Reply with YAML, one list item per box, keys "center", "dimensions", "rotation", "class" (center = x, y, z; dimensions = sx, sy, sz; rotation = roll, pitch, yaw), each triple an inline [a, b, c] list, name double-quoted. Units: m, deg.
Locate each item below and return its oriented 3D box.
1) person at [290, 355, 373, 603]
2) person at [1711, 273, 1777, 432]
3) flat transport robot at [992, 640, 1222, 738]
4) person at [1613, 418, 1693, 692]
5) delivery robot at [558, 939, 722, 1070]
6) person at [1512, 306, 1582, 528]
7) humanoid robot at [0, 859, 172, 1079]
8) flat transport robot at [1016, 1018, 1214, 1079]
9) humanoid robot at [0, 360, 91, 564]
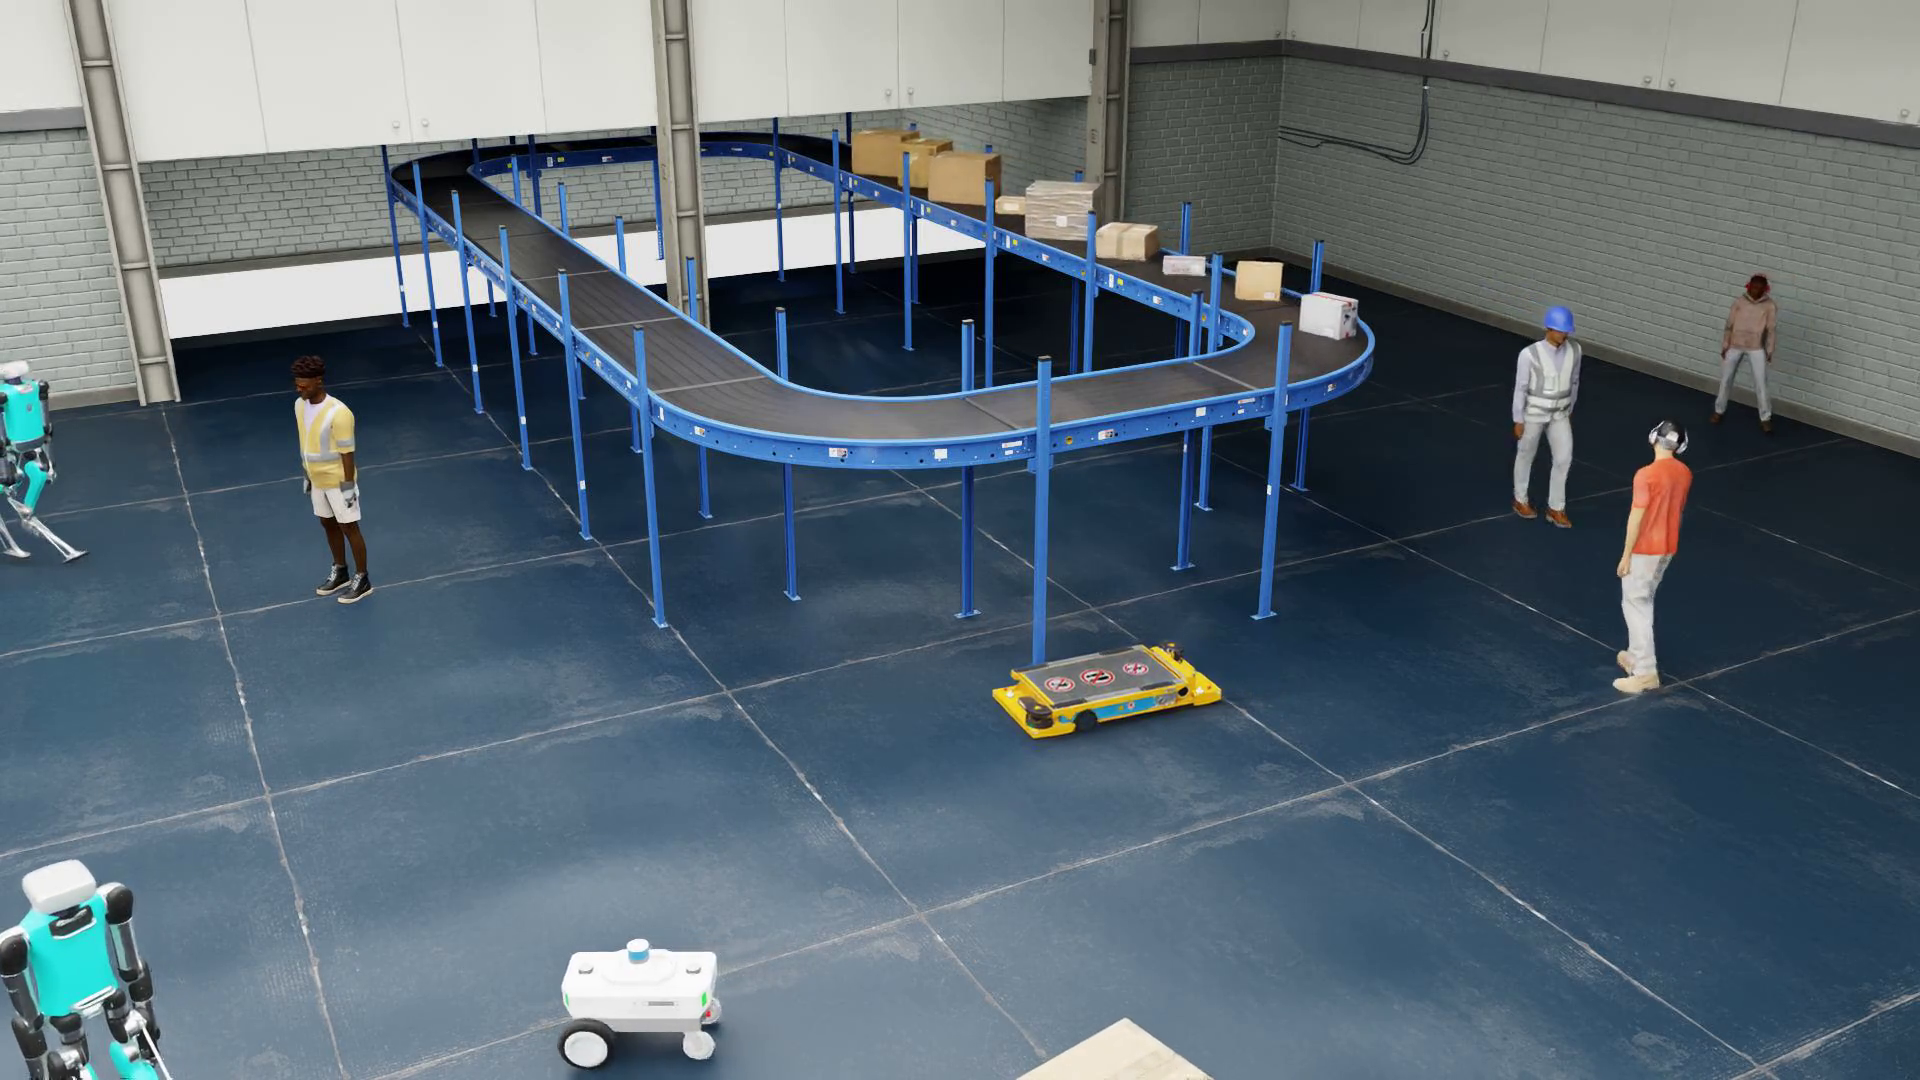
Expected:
- center: [-4.857, -0.481, 12.816]
  dimensions: [0.602, 1.959, 0.373]
  rotation: [15, 26, 32]
  class: "person"
- center: [8.006, -1.917, 16.808]
  dimensions: [0.585, 1.629, 0.381]
  rotation: [13, 25, 29]
  class: "person"
- center: [1.004, 1.015, 11.365]
  dimensions: [1.431, 0.231, 0.659]
  rotation: [-9, 24, -21]
  class: "flat transport robot"
- center: [4.787, 0.104, 11.495]
  dimensions: [0.591, 1.866, 0.596]
  rotation: [-11, 24, -25]
  class: "person"
- center: [-1.549, 2.209, 8.040]
  dimensions: [0.802, 0.598, 0.499]
  rotation: [0, 22, 0]
  class: "delivery robot"
- center: [5.055, -1.037, 14.226]
  dimensions: [0.651, 1.922, 0.772]
  rotation: [-4, 22, -10]
  class: "person"
- center: [-3.253, 2.166, 6.586]
  dimensions: [0.933, 1.780, 0.537]
  rotation: [15, 27, 33]
  class: "humanoid robot"
- center: [0.704, 2.945, 6.597]
  dimensions: [1.431, 0.231, 0.659]
  rotation: [-17, 28, -36]
  class: "flat transport robot"
- center: [-7.593, -0.591, 13.375]
  dimensions: [0.997, 1.748, 0.561]
  rotation: [7, 23, 17]
  class: "humanoid robot"
